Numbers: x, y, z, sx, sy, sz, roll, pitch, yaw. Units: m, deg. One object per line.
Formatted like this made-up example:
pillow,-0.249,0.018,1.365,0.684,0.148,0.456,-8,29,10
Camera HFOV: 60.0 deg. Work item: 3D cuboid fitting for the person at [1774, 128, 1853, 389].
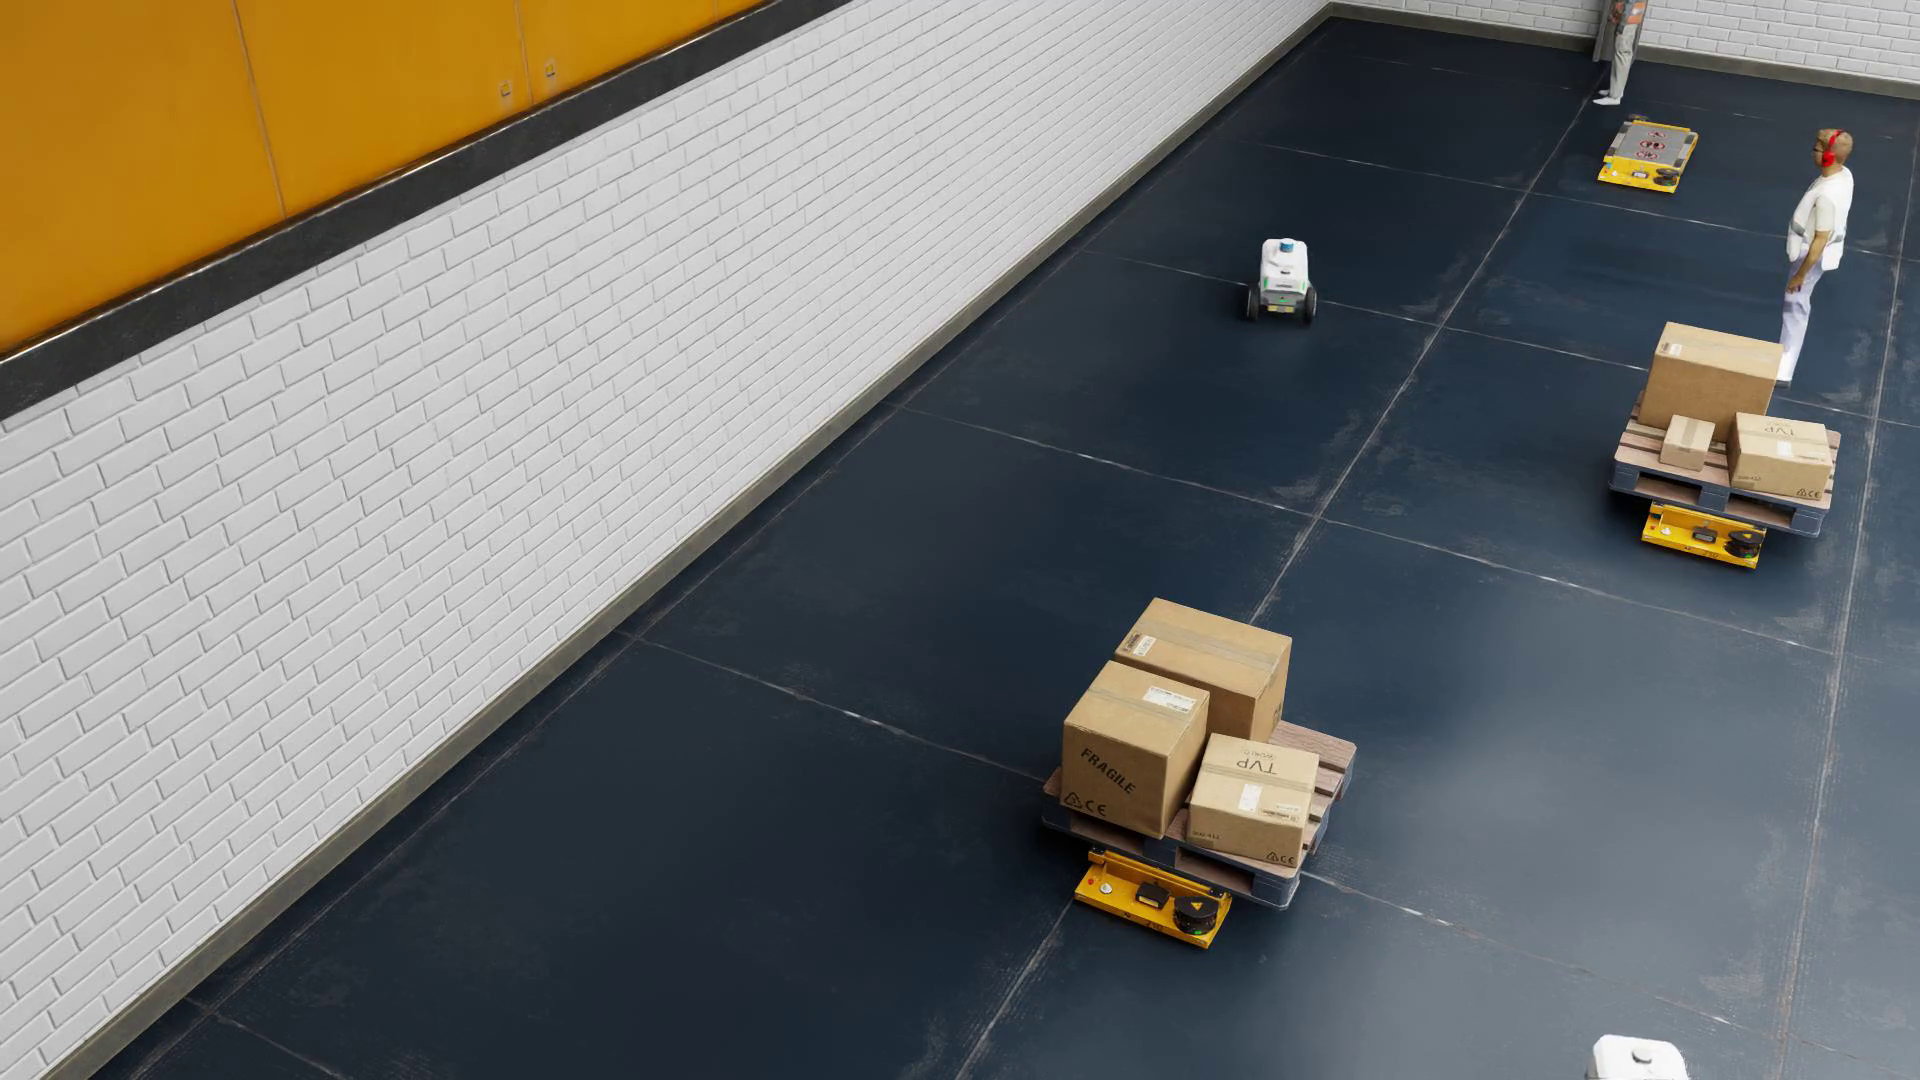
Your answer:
person,5.823,-1.909,11.406,0.382,1.841,0.564,18,38,24

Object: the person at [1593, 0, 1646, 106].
person,6.543,-5.100,16.337,0.311,1.636,0.516,18,38,24

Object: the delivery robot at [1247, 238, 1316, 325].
delivery robot,2.470,-2.001,12.690,0.507,0.585,0.757,5,34,7

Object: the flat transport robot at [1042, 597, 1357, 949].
flat transport robot,1.147,1.328,8.002,0.659,0.231,1.431,17,37,23

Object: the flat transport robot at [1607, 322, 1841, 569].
flat transport robot,4.755,-0.320,10.454,0.659,0.231,1.431,17,37,23

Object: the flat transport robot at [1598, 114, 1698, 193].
flat transport robot,6.331,-3.546,15.253,0.659,0.231,1.431,17,37,23

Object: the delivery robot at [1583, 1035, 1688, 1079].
delivery robot,2.606,2.285,6.313,0.507,0.585,0.757,5,34,7
